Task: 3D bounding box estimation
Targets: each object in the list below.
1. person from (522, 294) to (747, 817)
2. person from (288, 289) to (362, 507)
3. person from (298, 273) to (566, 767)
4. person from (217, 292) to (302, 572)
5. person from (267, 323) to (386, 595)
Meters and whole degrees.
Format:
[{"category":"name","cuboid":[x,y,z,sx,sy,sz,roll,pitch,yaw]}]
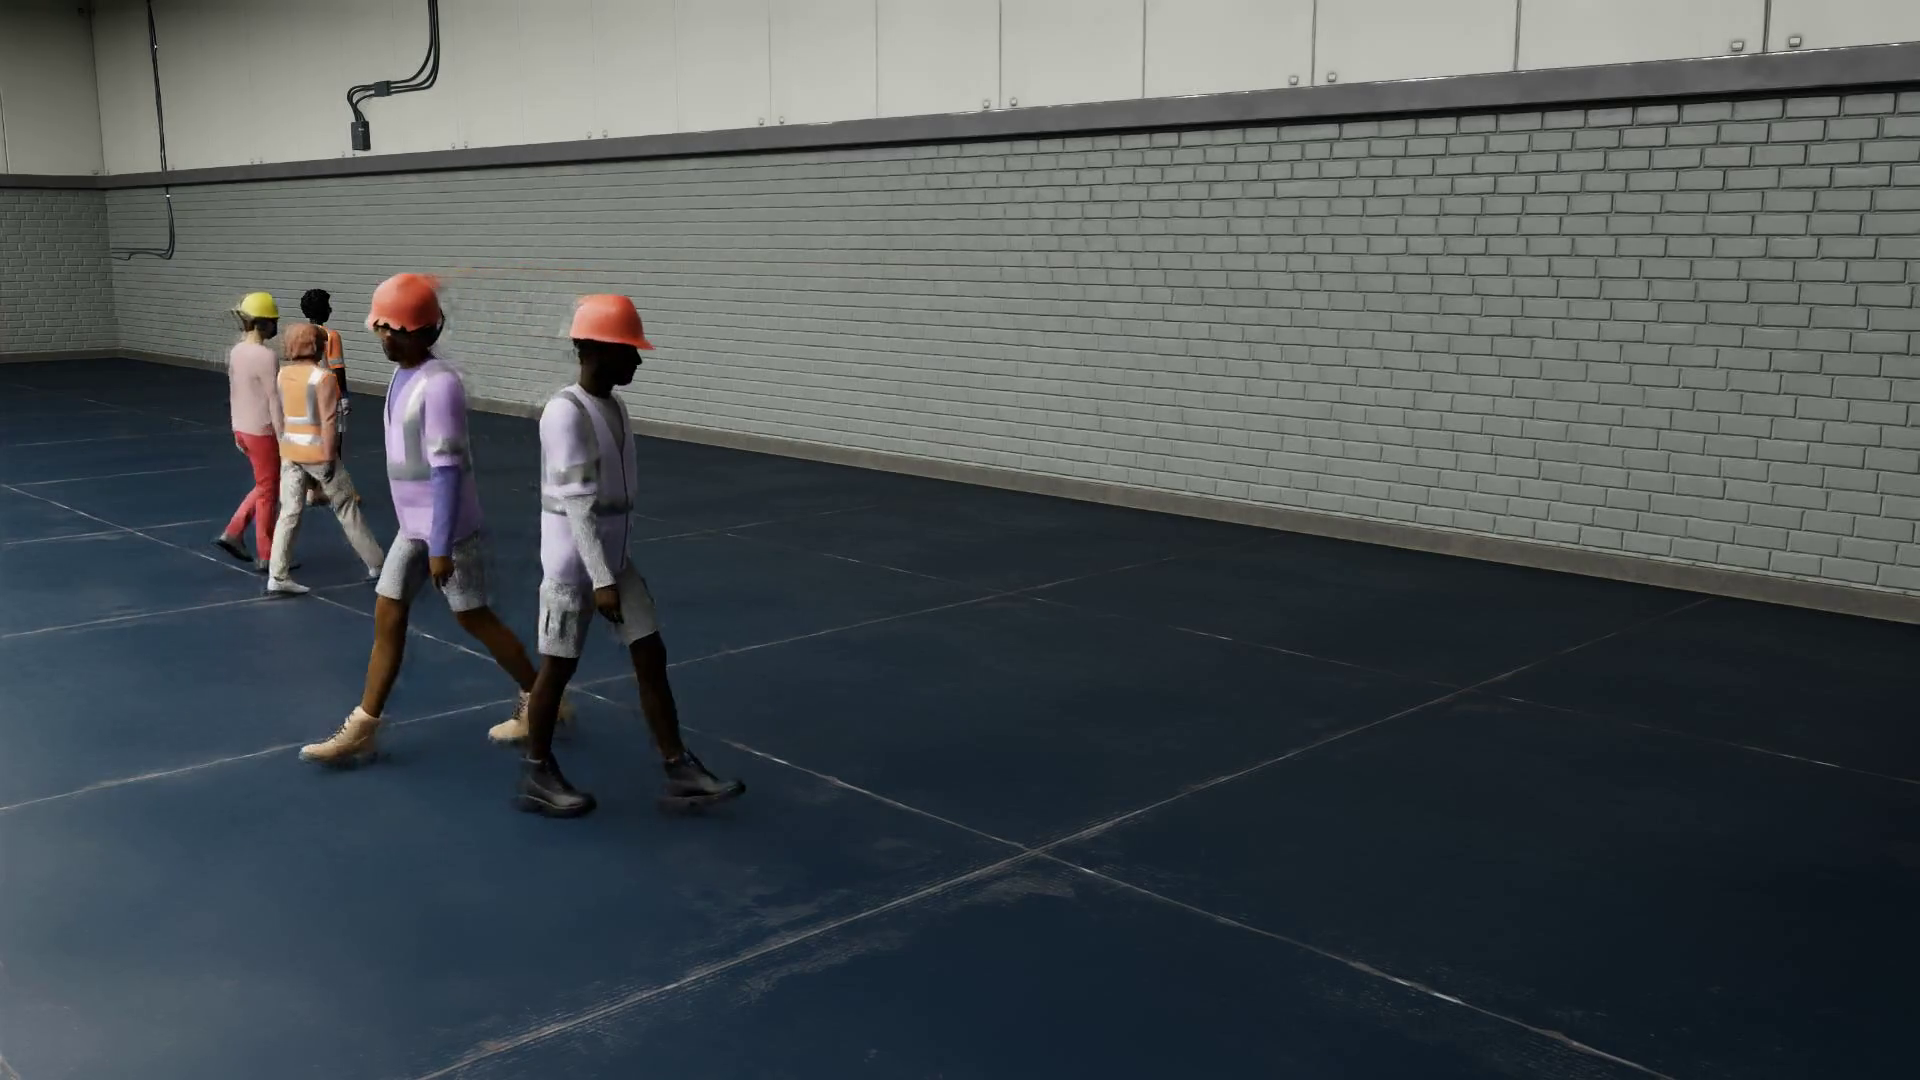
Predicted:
[{"category":"person","cuboid":[-1.207,0.085,5.954,0.955,1.889,0.562,4,11,19]},{"category":"person","cuboid":[-4.986,-1.108,13.011,0.535,1.697,0.318,5,11,24]},{"category":"person","cuboid":[-2.106,-0.080,6.683,1.061,1.975,0.643,-7,12,-33]},{"category":"person","cuboid":[-4.399,-0.666,10.444,0.425,1.758,0.539,-10,14,-42]},{"category":"person","cuboid":[-3.843,-0.490,9.926,0.514,1.587,0.841,5,12,26]}]
